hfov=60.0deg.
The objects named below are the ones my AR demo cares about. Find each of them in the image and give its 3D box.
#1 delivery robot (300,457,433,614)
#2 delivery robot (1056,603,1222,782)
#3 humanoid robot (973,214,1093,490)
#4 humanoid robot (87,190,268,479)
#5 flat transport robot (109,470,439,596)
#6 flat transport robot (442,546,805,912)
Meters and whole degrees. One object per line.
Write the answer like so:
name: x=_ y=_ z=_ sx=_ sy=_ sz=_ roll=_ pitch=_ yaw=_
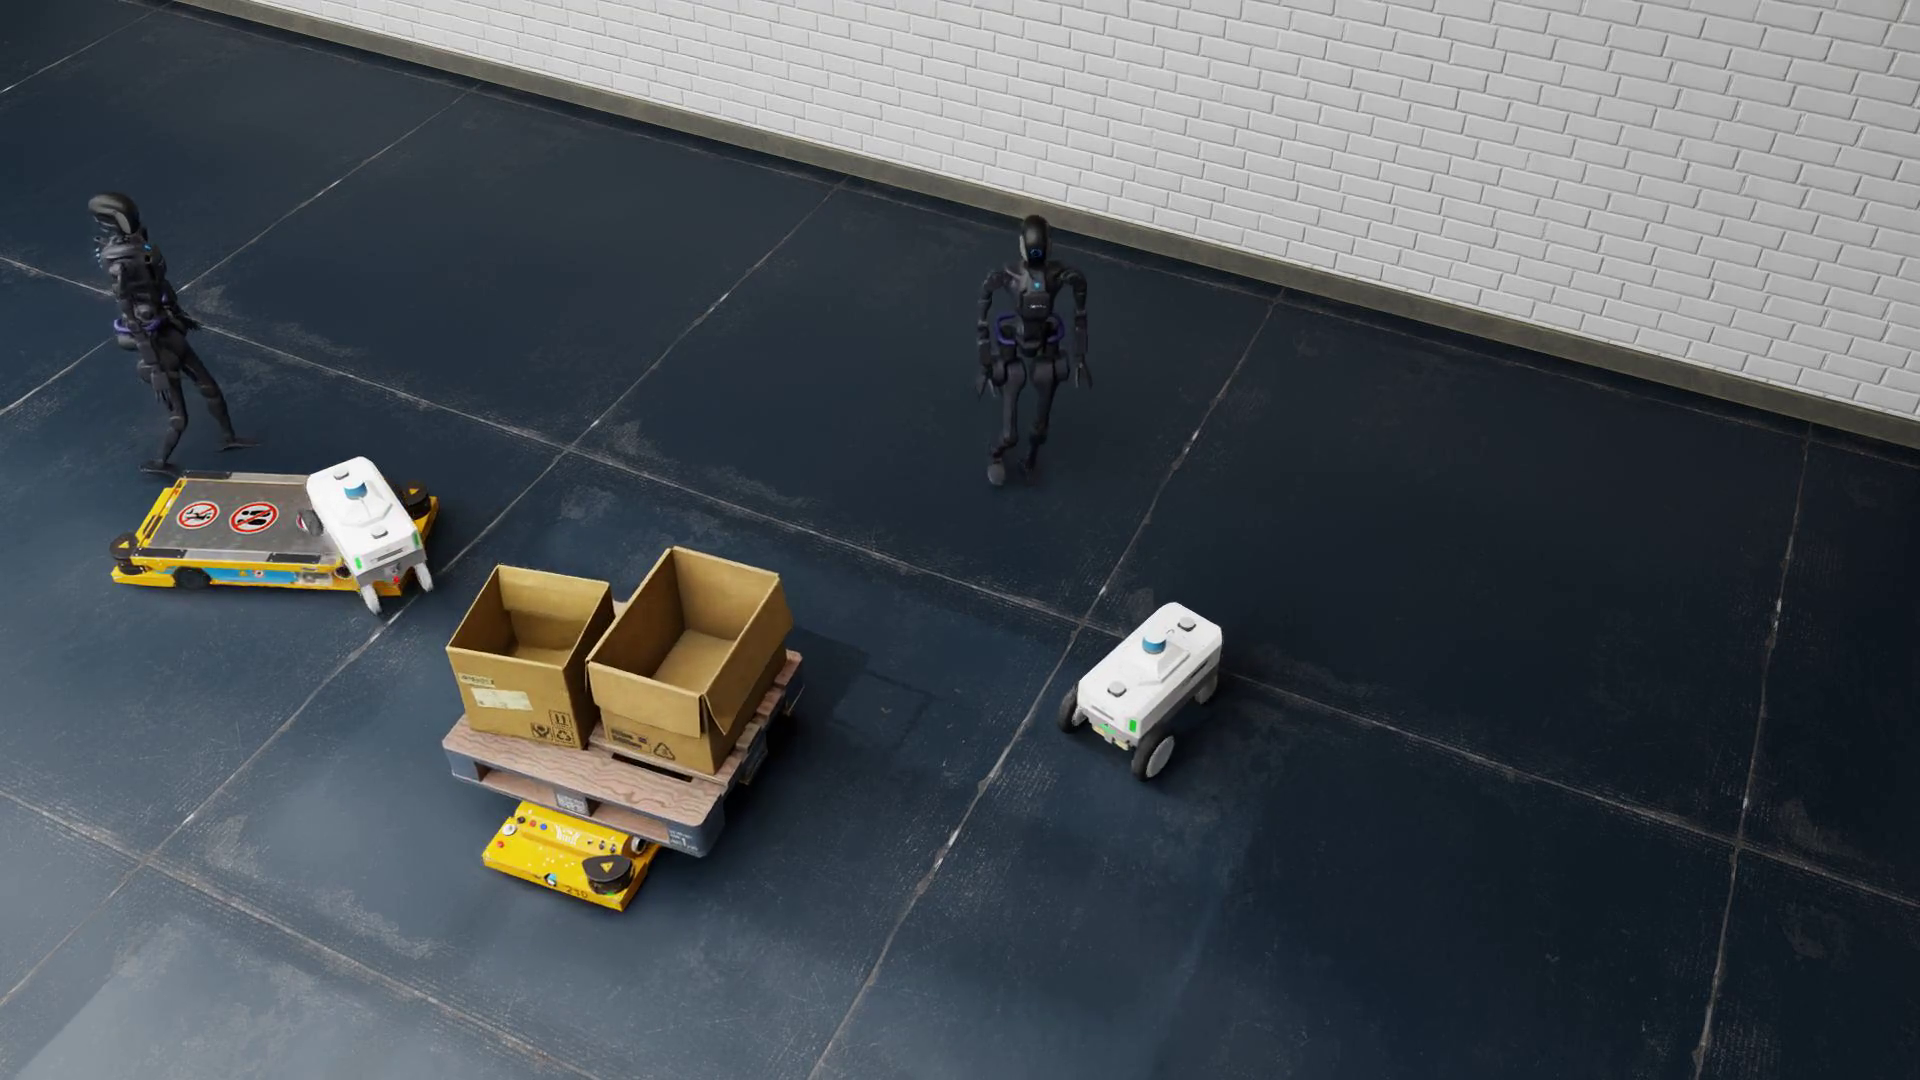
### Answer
delivery robot: x=-2.891 y=-0.075 z=8.103 sx=0.499 sy=0.563 sz=0.738 roll=-25 pitch=49 yaw=-25
delivery robot: x=0.830 y=0.637 z=7.365 sx=0.499 sy=0.604 sz=0.808 roll=31 pitch=51 yaw=29
humanoid robot: x=0.359 y=-0.911 z=8.207 sx=0.603 sy=1.650 sz=0.365 roll=-5 pitch=43 yaw=-6
humanoid robot: x=-4.011 y=-1.015 z=8.329 sx=0.583 sy=1.643 sz=0.616 roll=-6 pitch=43 yaw=-7
flat transport robot: x=-3.406 y=-0.035 z=8.293 sx=1.431 sy=0.231 sz=0.659 roll=2 pitch=43 yaw=3
flat transport robot: x=-1.415 y=0.923 z=7.259 sx=0.659 sy=0.231 sz=1.431 roll=14 pitch=45 yaw=15
